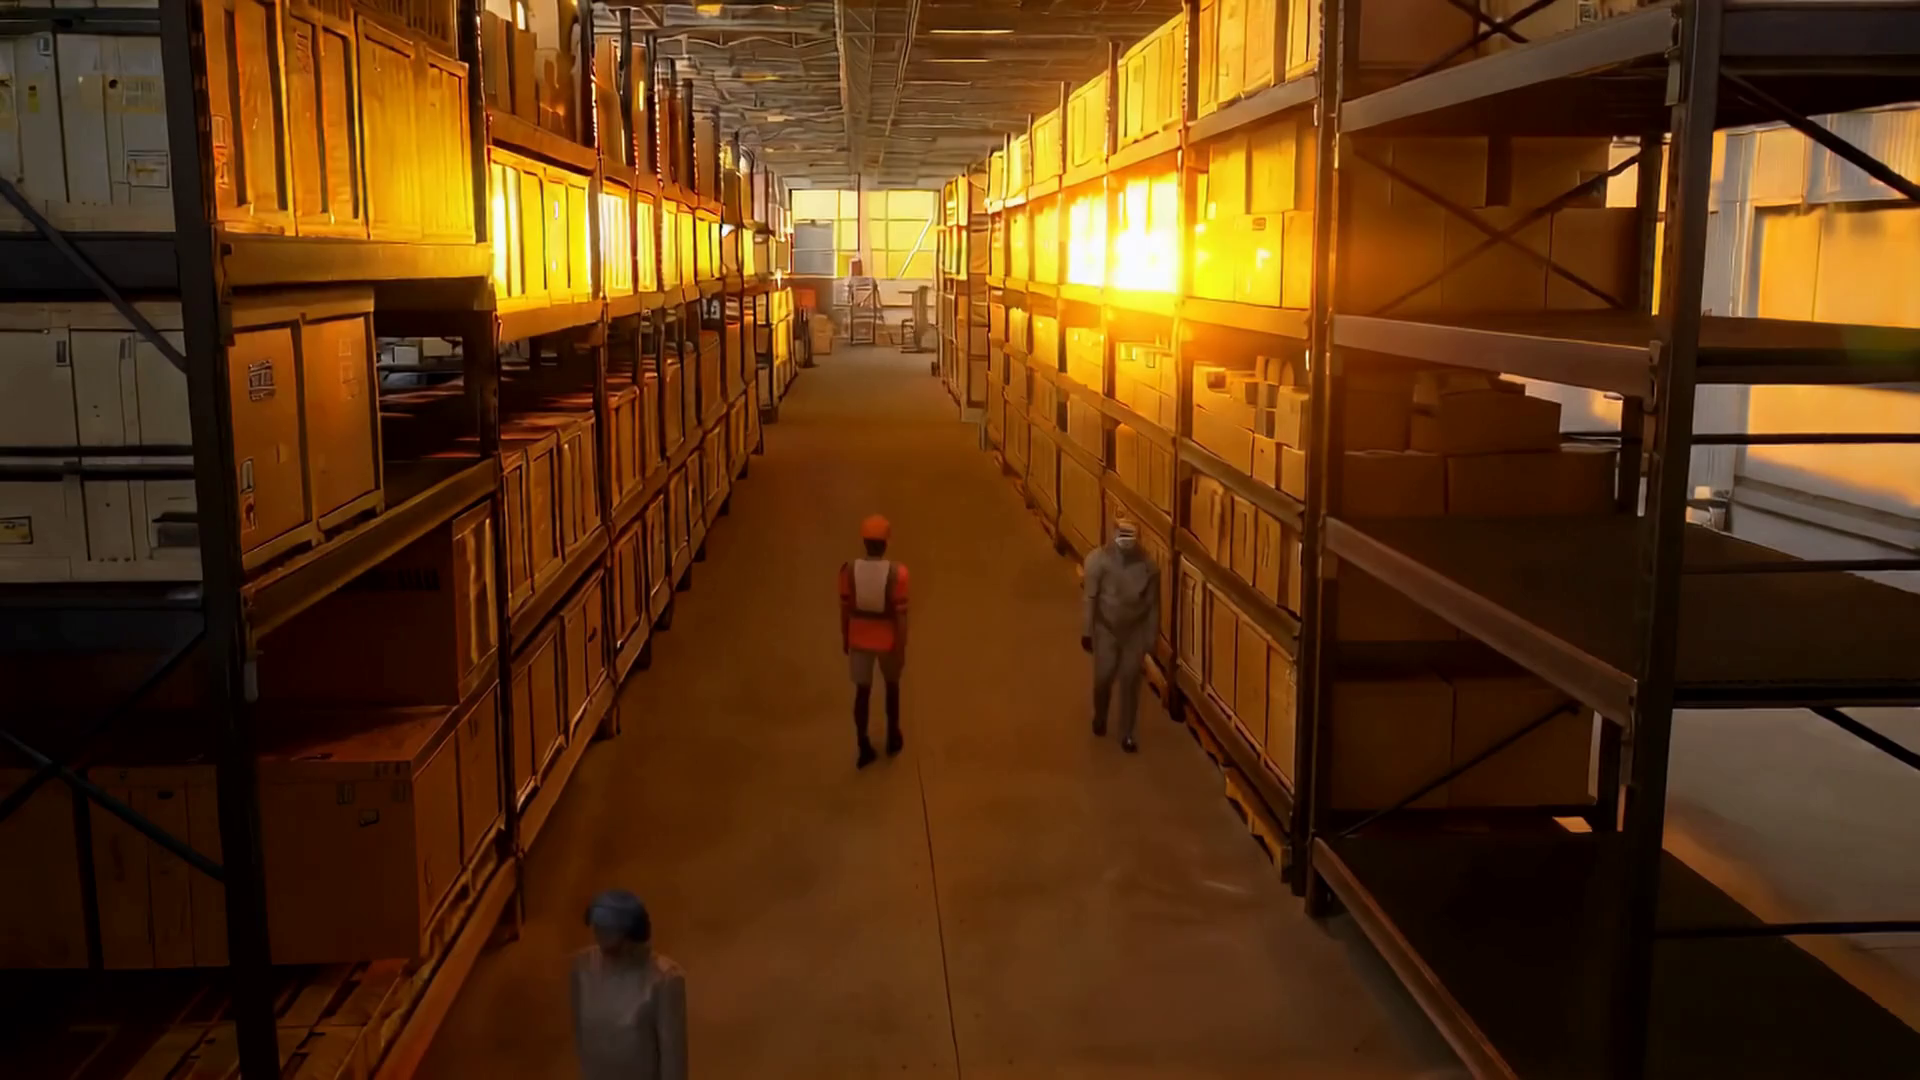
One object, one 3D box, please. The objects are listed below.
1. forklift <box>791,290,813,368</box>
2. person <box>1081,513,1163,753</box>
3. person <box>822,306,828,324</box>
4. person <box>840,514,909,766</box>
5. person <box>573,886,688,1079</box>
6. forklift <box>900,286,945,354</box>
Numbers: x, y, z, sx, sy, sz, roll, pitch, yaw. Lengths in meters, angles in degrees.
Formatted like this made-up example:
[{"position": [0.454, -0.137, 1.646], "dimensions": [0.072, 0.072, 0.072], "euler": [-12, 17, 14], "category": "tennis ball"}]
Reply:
[{"position": [-6.144, -7.563, 59.647], "dimensions": [1.129, 2.768, 1.873], "euler": [3, 10, 17], "category": "forklift"}, {"position": [1.275, 0.712, 13.130], "dimensions": [0.650, 1.893, 0.484], "euler": [0, 10, -3], "category": "person"}, {"position": [-6.596, -10.583, 81.240], "dimensions": [0.322, 1.689, 0.530], "euler": [-4, 10, -21], "category": "person"}, {"position": [-0.646, 0.747, 12.904], "dimensions": [0.565, 1.906, 0.809], "euler": [2, 10, 9], "category": "person"}, {"position": [-1.174, 2.030, 6.160], "dimensions": [0.521, 1.599, 0.853], "euler": [4, 10, 22], "category": "person"}, {"position": [-1.556, -9.136, 69.040], "dimensions": [1.873, 2.768, 1.129], "euler": [-1, 10, -3], "category": "forklift"}]
